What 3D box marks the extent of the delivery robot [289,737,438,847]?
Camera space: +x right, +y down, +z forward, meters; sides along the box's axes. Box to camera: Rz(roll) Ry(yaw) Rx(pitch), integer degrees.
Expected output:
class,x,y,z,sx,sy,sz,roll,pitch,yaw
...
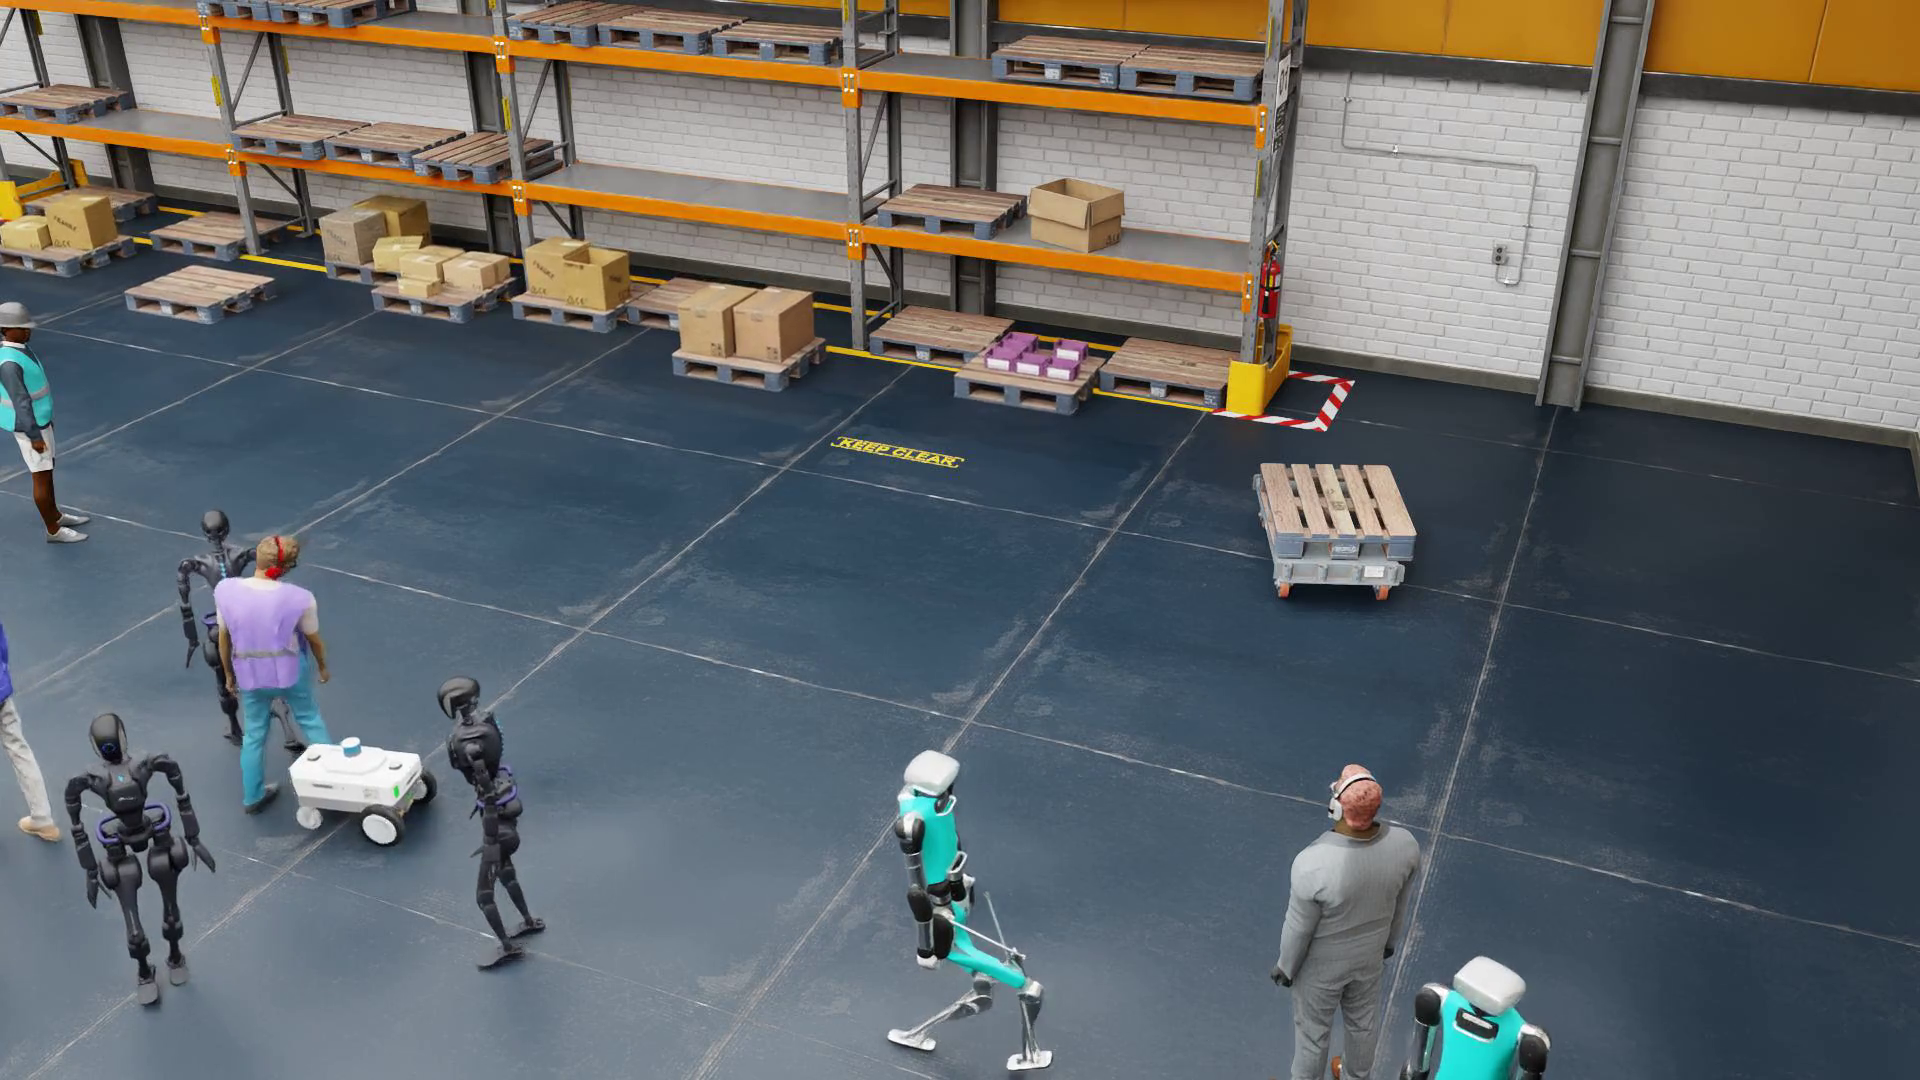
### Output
class,x,y,z,sx,sy,sz,roll,pitch,yaw
delivery robot,-3.539,1.440,9.820,0.784,0.589,0.499,5,28,9

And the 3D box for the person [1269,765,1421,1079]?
class,x,y,z,sx,sy,sz,roll,pitch,yaw
person,1.711,1.844,7.570,0.639,1.909,0.410,-10,29,-18

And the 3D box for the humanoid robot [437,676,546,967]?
class,x,y,z,sx,sy,sz,roll,pitch,yaw
humanoid robot,-2.437,1.422,8.637,0.336,1.644,0.610,-10,29,-19

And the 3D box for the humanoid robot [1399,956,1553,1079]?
class,x,y,z,sx,sy,sz,roll,pitch,yaw
humanoid robot,1.807,2.555,6.457,0.533,1.766,1.026,20,33,33

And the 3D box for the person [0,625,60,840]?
class,x,y,z,sx,sy,sz,roll,pitch,yaw
person,-5.658,0.878,9.525,0.818,1.834,0.480,14,30,25

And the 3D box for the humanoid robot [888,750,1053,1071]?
class,x,y,z,sx,sy,sz,roll,pitch,yaw
humanoid robot,0.142,1.831,7.840,1.030,1.769,0.535,9,29,16

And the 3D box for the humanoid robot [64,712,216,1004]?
class,x,y,z,sx,sy,sz,roll,pitch,yaw
humanoid robot,-4.099,1.569,8.360,0.595,1.651,0.343,-16,31,-28

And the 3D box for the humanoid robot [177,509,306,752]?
class,x,y,z,sx,sy,sz,roll,pitch,yaw
humanoid robot,-4.466,0.607,10.253,0.616,1.641,0.670,-15,31,-26

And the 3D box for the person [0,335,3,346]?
class,x,y,z,sx,sy,sz,roll,pitch,yaw
person,-9.783,-2.710,16.336,0.368,1.965,0.606,15,31,27

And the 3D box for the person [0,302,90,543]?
class,x,y,z,sx,sy,sz,roll,pitch,yaw
person,-7.175,-0.902,12.866,0.430,1.934,0.551,-10,29,-18

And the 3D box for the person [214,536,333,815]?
class,x,y,z,sx,sy,sz,roll,pitch,yaw
person,-3.995,0.792,9.727,0.615,1.799,0.472,-5,28,-9
